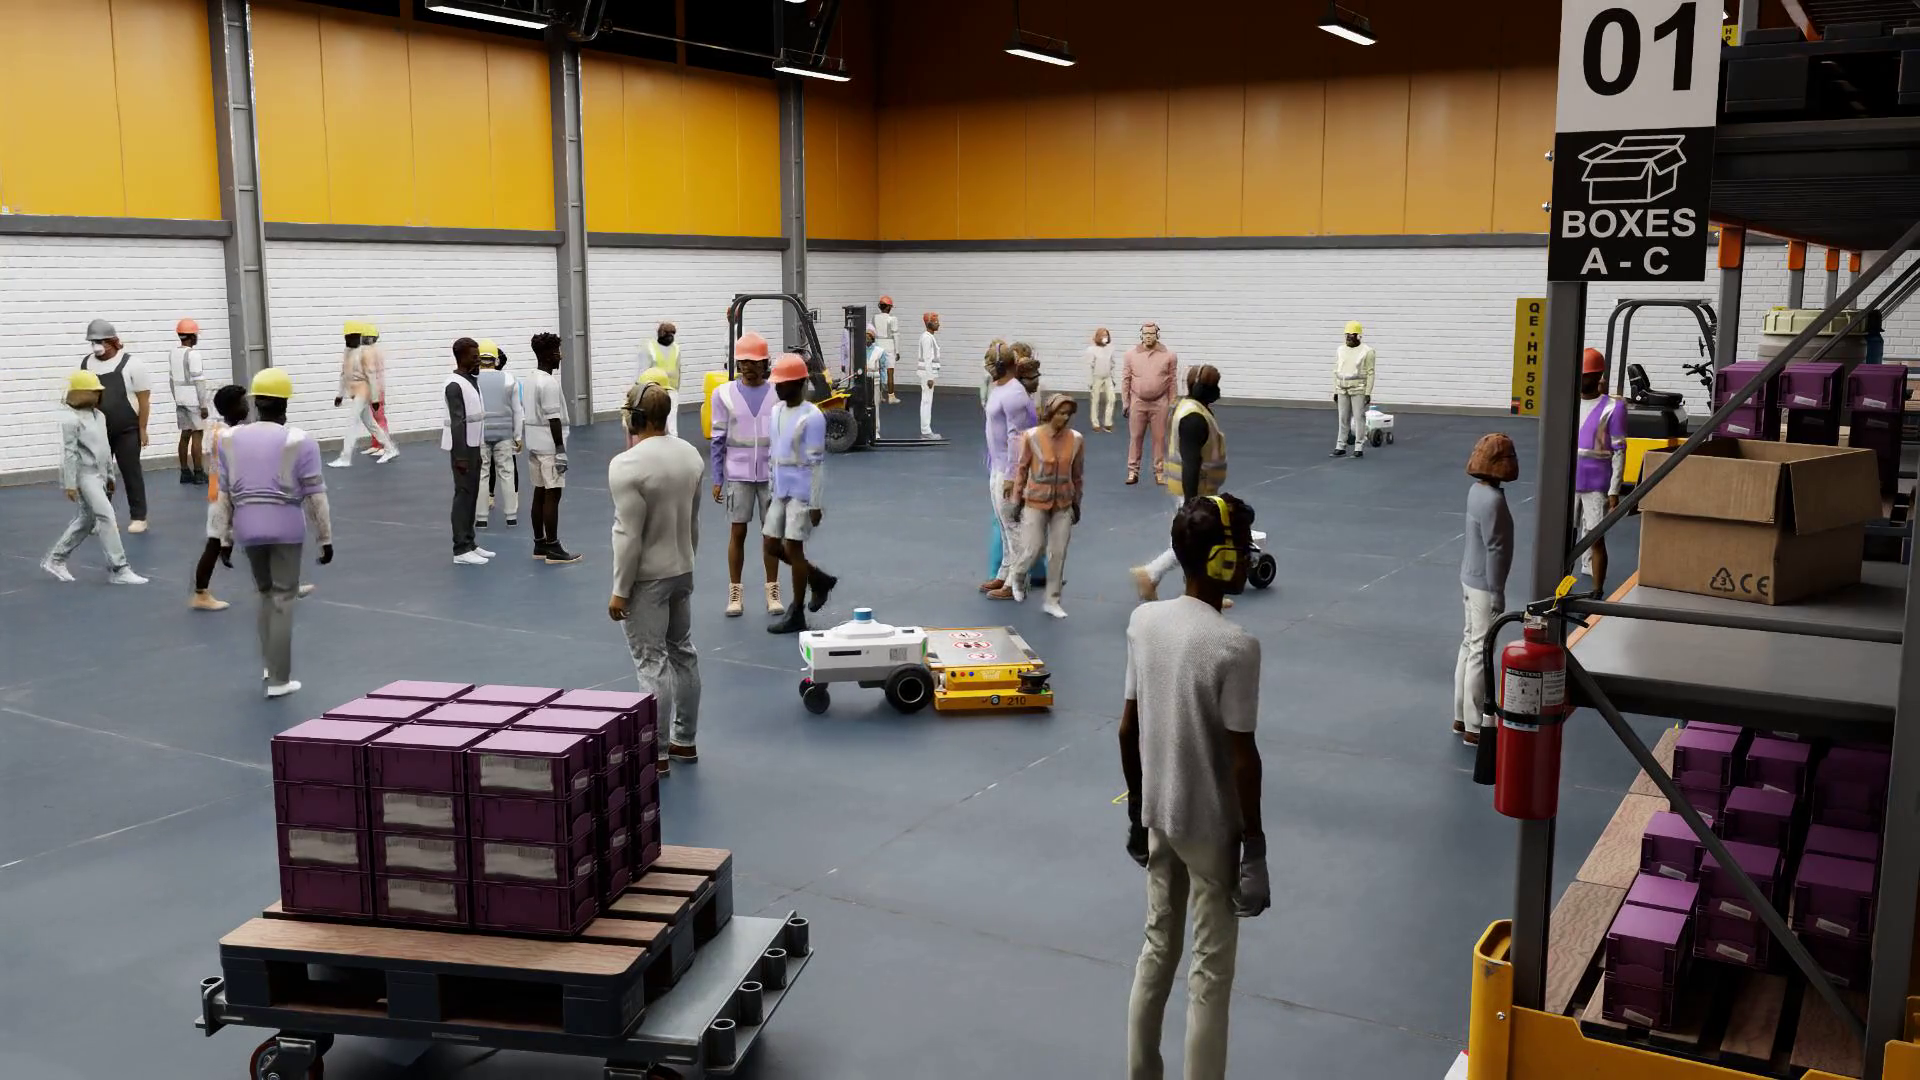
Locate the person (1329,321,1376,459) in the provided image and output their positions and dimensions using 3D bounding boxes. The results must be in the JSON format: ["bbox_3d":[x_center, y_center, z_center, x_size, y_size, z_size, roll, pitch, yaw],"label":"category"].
[{"bbox_3d":[5.209,-1.991,22.092,0.404,1.834,0.591,-8,12,-42],"label":"person"}]

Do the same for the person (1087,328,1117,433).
[{"bbox_3d":[2.213,-2.436,25.514,0.525,1.616,0.557,-4,10,-25],"label":"person"}]

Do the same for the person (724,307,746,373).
[{"bbox_3d":[-3.940,-3.123,29.002,0.355,1.884,0.575,-7,12,-39],"label":"person"}]

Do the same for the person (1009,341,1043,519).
[{"bbox_3d":[0.612,-0.941,15.563,0.464,1.832,0.506,-6,11,-33],"label":"person"}]

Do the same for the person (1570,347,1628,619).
[{"bbox_3d":[4.438,-0.401,11.847,0.376,1.936,0.549,-8,12,-41],"label":"person"}]

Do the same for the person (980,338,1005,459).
[{"bbox_3d":[0.512,-1.837,21.788,0.513,1.616,0.574,0,9,-1],"label":"person"}]

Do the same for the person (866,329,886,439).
[{"bbox_3d":[-1.360,-2.314,24.711,0.514,1.640,0.310,0,9,-2],"label":"person"}]

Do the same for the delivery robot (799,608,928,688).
[{"bbox_3d":[-0.551,0.629,9.424,0.707,0.478,0.477,-2,9,-11],"label":"delivery robot"}]

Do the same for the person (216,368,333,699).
[{"bbox_3d":[-3.988,-0.049,9.745,0.611,1.901,0.650,0,9,2],"label":"person"}]

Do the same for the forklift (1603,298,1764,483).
[{"bbox_3d":[7.954,-1.589,18.462,2.313,2.155,1.214,5,11,30],"label":"forklift"}]

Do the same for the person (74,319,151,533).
[{"bbox_3d":[-8.034,-1.072,15.710,0.688,2.000,0.536,0,9,-3],"label":"person"}]

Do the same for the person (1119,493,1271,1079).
[{"bbox_3d":[0.650,0.801,4.573,0.312,1.864,0.532,-6,11,-35],"label":"person"}]

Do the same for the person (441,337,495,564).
[{"bbox_3d":[-4.205,-0.761,14.150,0.376,1.917,0.600,-1,9,-4],"label":"person"}]

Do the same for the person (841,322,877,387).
[{"bbox_3d":[-1.738,-3.002,28.160,0.644,1.913,0.408,4,10,21],"label":"person"}]

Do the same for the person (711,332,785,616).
[{"bbox_3d":[-1.468,-0.463,11.910,0.616,2.040,0.381,-2,9,-11],"label":"person"}]

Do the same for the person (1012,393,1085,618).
[{"bbox_3d":[0.610,-0.254,11.924,0.529,1.613,0.517,-4,10,-21],"label":"person"}]

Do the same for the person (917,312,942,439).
[{"bbox_3d":[-0.449,-2.415,24.588,0.361,1.883,0.574,0,9,1],"label":"person"}]

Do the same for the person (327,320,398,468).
[{"bbox_3d":[-7.678,-1.884,21.312,0.996,1.881,0.587,-8,12,-42],"label":"person"}]

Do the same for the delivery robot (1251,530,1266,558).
[{"bbox_3d":[2.045,0.057,12.997,0.707,0.478,0.477,-6,11,-33],"label":"delivery robot"}]

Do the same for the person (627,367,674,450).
[{"bbox_3d":[-2.270,-0.396,12.352,0.328,1.765,0.532,-7,11,-37],"label":"person"}]

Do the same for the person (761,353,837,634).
[{"bbox_3d":[-1.104,-0.328,11.426,0.562,1.917,0.560,-8,12,-40],"label":"person"}]

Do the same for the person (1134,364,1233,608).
[{"bbox_3d":[1.650,-0.373,12.059,0.642,1.817,0.648,1,9,7],"label":"person"}]

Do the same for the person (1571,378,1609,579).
[{"bbox_3d":[5.033,-0.490,13.340,0.523,1.636,0.311,-2,9,-13],"label":"person"}]

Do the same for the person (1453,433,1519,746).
[{"bbox_3d":[2.754,0.257,8.672,0.278,1.636,0.505,1,9,6],"label":"person"}]

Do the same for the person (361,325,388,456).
[{"bbox_3d":[-7.938,-2.019,22.474,0.310,1.771,0.525,-8,12,-41],"label":"person"}]

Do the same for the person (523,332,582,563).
[{"bbox_3d":[-3.497,-0.784,14.147,0.367,1.966,0.606,-6,11,-34],"label":"person"}]

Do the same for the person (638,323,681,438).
[{"bbox_3d":[-4.024,-2.008,22.337,0.711,1.783,0.962,-5,11,-30],"label":"person"}]

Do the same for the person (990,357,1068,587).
[{"bbox_3d":[0.536,-0.508,12.910,0.670,1.809,0.541,-1,9,-6],"label":"person"}]

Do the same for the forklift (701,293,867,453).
[{"bbox_3d":[-2.458,-2.344,23.176,2.313,2.155,1.214,0,9,-2],"label":"forklift"}]

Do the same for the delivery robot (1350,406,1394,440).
[{"bbox_3d":[5.901,-1.674,23.798,0.477,0.478,0.707,9,13,43],"label":"delivery robot"}]

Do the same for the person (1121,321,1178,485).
[{"bbox_3d":[2.196,-1.585,19.331,0.651,1.906,0.401,1,9,9],"label":"person"}]

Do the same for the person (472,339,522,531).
[{"bbox_3d":[-4.502,-1.005,15.943,0.600,1.829,0.404,-4,10,-22],"label":"person"}]

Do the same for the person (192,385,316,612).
[{"bbox_3d":[-5.220,-0.303,12.103,0.855,1.646,0.550,-2,9,-14],"label":"person"}]

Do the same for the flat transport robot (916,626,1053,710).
[{"bbox_3d":[0.095,0.737,9.928,0.652,0.197,1.431,-1,9,-8],"label":"flat transport robot"}]

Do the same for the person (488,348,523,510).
[{"bbox_3d":[-4.779,-1.142,17.221,0.532,1.697,0.319,1,9,3],"label":"person"}]

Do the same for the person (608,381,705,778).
[{"bbox_3d":[-1.496,0.192,8.143,0.372,1.940,0.630,4,10,25],"label":"person"}]

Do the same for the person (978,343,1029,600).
[{"bbox_3d":[0.350,-0.512,12.551,0.377,1.934,0.629,-1,9,-7],"label":"person"}]

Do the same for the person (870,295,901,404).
[{"bbox_3d":[-1.396,-3.589,31.415,0.608,2.044,0.372,5,10,28],"label":"person"}]

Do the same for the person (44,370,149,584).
[{"bbox_3d":[-6.915,-0.496,13.148,0.846,1.708,0.495,0,9,1],"label":"person"}]

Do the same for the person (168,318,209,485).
[{"bbox_3d":[-8.960,-1.615,19.426,0.553,1.934,0.366,6,11,32],"label":"person"}]
